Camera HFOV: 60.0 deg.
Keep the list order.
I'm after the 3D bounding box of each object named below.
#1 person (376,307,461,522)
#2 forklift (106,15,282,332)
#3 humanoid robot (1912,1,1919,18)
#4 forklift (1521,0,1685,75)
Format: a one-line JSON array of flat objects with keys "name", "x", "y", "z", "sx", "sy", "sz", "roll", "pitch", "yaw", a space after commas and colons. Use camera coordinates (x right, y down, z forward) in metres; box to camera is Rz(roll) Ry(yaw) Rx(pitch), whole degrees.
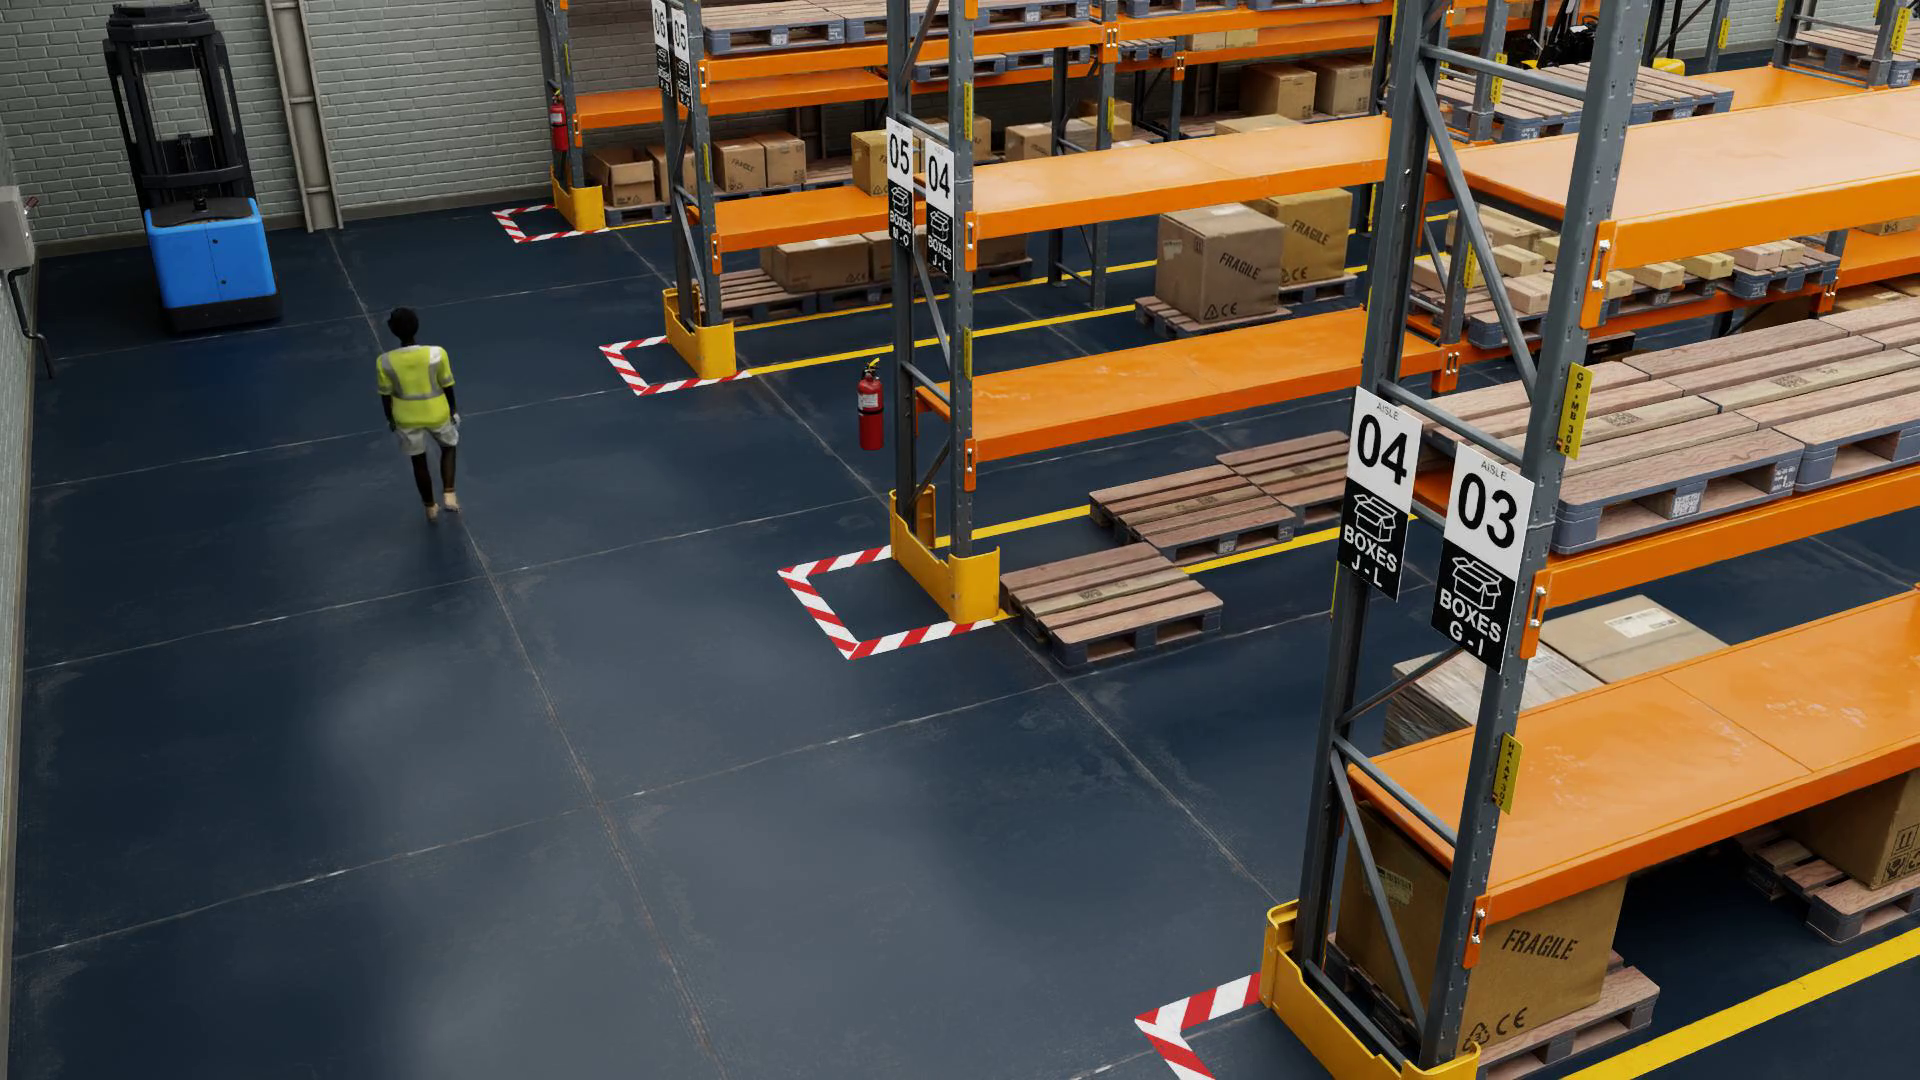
[{"name": "person", "x": -3.986, "y": -0.915, "z": 12.298, "sx": 0.551, "sy": 1.687, "sz": 0.363, "roll": -7, "pitch": 28, "yaw": -13}, {"name": "forklift", "x": -7.548, "y": -3.672, "z": 16.323, "sx": 1.129, "sy": 2.768, "sz": 1.873, "roll": -12, "pitch": 30, "yaw": -22}, {"name": "humanoid robot", "x": 15.871, "y": -8.591, "z": 27.094, "sx": 0.725, "sy": 1.906, "sz": 0.543, "roll": -17, "pitch": 32, "yaw": -29}, {"name": "forklift", "x": 8.950, "y": -6.807, "z": 23.056, "sx": 1.214, "sy": 2.155, "sz": 2.313, "roll": -12, "pitch": 30, "yaw": -22}]
